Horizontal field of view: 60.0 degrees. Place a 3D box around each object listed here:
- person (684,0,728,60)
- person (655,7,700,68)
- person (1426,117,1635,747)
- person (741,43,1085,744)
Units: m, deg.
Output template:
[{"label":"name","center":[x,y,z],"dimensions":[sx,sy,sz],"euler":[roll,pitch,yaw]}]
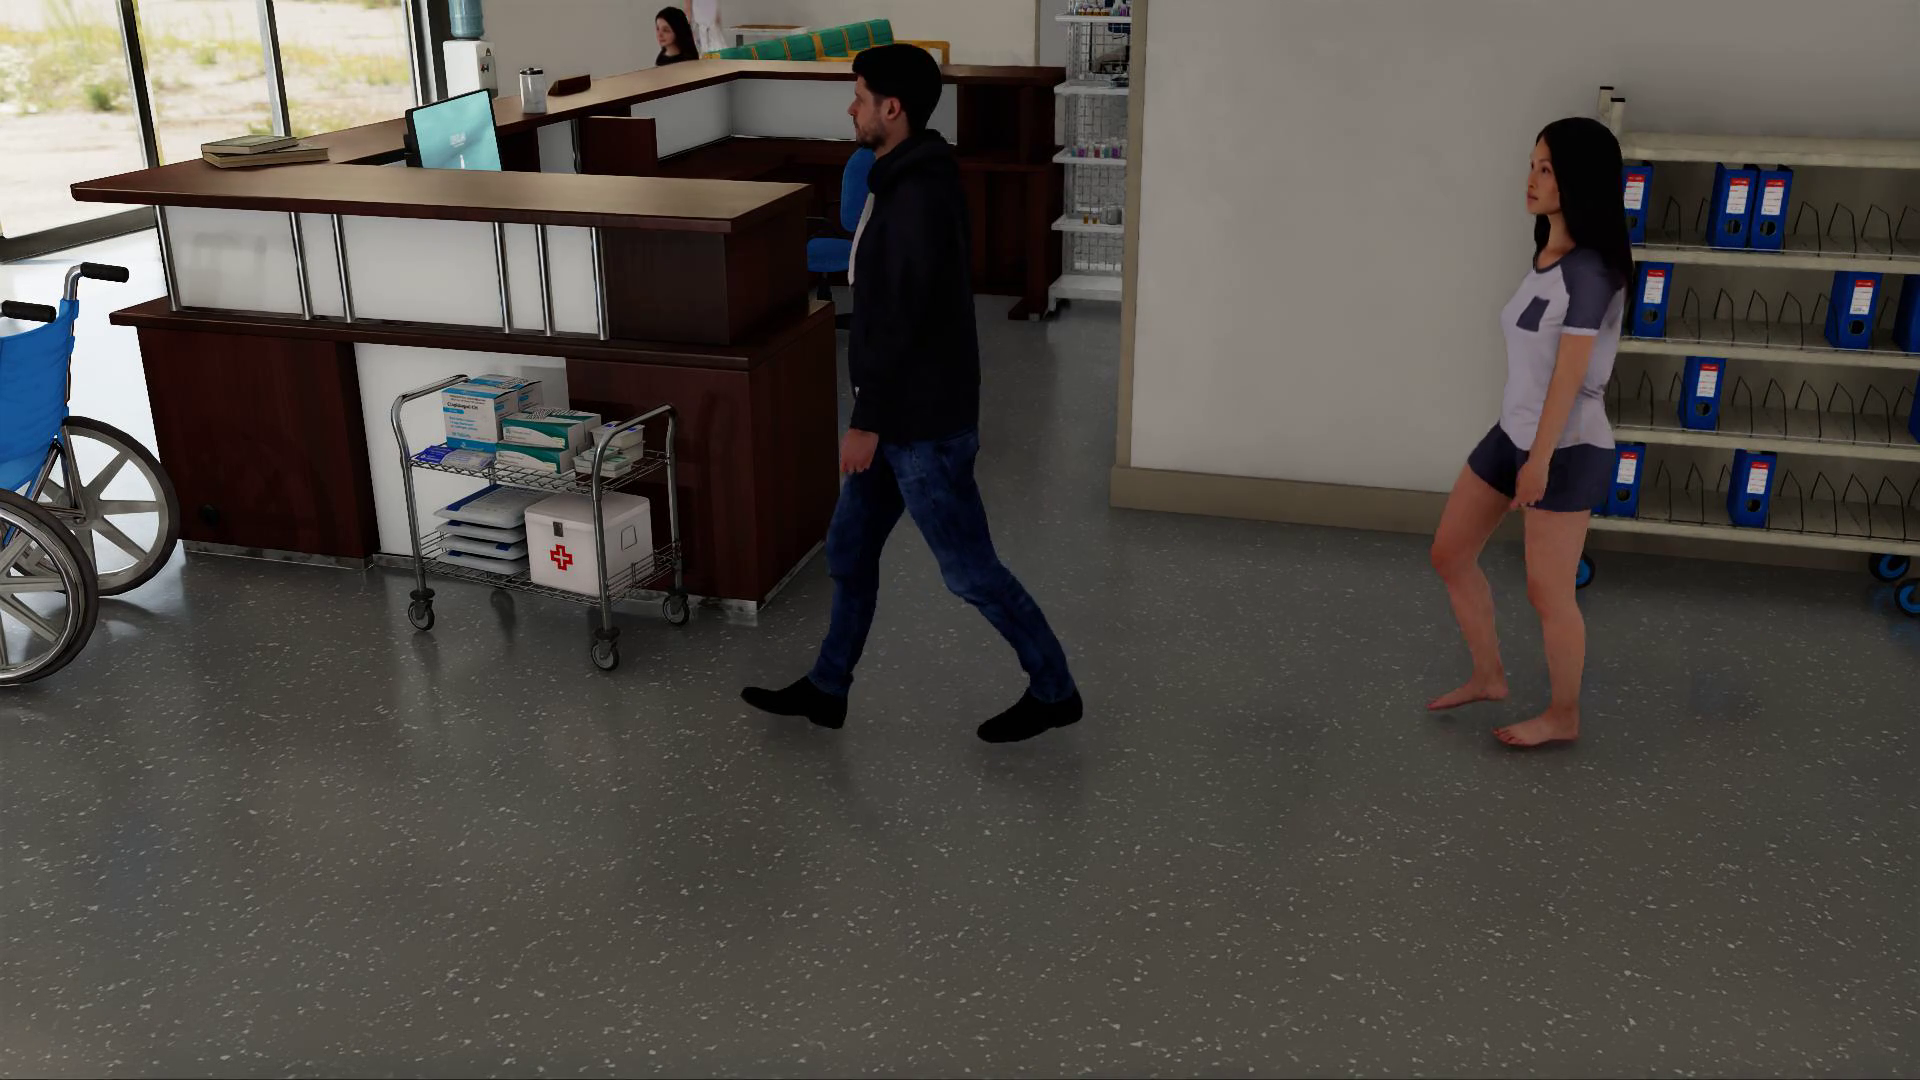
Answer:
[{"label":"person","center":[-2.566,-4.918,16.685],"dimensions":[0.830,1.741,0.886],"euler":[-15,26,-35]},{"label":"person","center":[-1.717,-2.554,10.621],"dimensions":[0.817,1.615,0.745],"euler":[-18,27,-39]},{"label":"person","center":[1.632,-0.239,4.400],"dimensions":[0.748,1.691,0.706],"euler":[-3,21,-7]},{"label":"person","center":[-0.008,-0.287,4.307],"dimensions":[1.265,1.846,0.918],"euler":[0,21,0]}]
